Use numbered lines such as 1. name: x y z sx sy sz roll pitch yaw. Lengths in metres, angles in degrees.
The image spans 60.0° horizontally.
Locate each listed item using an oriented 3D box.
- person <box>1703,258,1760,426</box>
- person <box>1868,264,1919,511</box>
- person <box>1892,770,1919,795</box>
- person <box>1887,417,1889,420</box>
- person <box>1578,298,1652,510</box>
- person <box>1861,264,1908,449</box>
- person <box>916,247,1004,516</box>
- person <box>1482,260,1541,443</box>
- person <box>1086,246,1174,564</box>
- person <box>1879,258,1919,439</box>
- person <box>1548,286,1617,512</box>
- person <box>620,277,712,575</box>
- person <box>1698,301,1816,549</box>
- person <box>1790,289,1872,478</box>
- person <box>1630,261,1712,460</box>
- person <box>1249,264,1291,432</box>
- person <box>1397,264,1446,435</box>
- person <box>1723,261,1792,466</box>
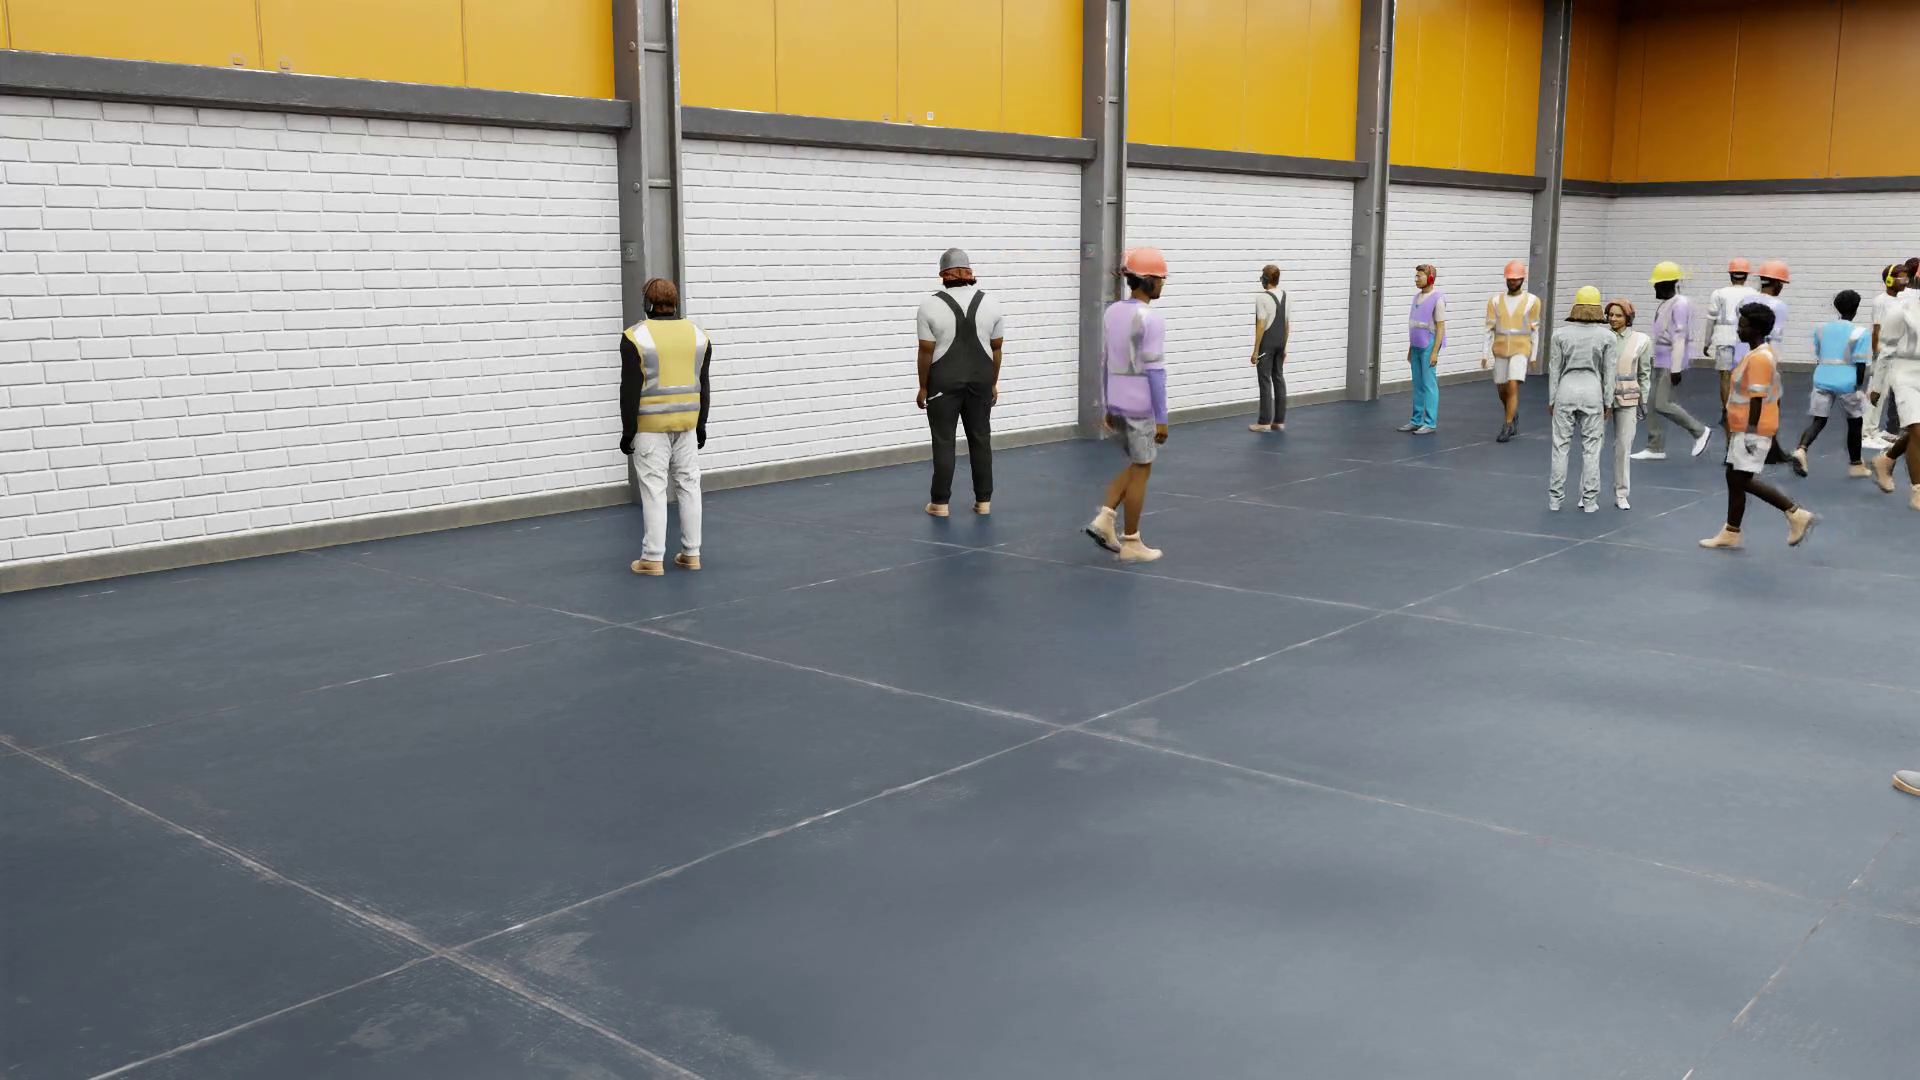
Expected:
1. person: 8.904 -2.290 19.204 0.568 1.893 0.929 3 10 18
2. person: 7.482 -1.254 13.090 0.618 1.999 1.007 -1 10 -4
3. person: 3.742 0.024 6.087 0.584 1.884 0.347 -7 12 -35
4. person: 10.837 -2.205 18.606 1.015 1.938 0.647 -2 10 -14
5. person: 5.068 -1.049 12.902 0.521 1.636 0.311 3 10 16
6. person: 9.373 -1.855 16.849 0.543 1.868 0.321 -9 13 -41
7. person: -0.033 -1.204 12.634 0.676 2.000 0.536 -3 10 -17
8. person: 5.845 -2.008 17.607 0.549 1.905 0.886 6 11 30
9. person: 1.136 -0.850 10.636 0.443 2.029 0.637 -5 11 -24
10. person: 10.036 -2.017 17.605 0.590 1.922 0.392 -1 10 -6
11. person: 4.783 -1.083 12.824 0.480 1.734 0.335 4 11 20
12. person: -1.846 -0.704 10.355 0.633 1.843 0.429 -9 13 -41
13. person: 5.315 -0.735 11.011 0.603 1.681 0.533 4 11 21
14. person: 7.662 -1.359 14.568 0.784 1.669 0.530 -6 11 -30
15. person: 6.769 -1.682 15.746 0.617 1.900 0.598 1 10 4
16. person: 3.424 -2.111 18.357 0.515 1.843 0.326 -7 12 -36
17. person: 5.078 -2.073 18.134 0.390 1.847 0.563 -3 10 -15
18. person: 7.484 -1.629 15.470 0.862 1.893 0.568 -6 11 -29
